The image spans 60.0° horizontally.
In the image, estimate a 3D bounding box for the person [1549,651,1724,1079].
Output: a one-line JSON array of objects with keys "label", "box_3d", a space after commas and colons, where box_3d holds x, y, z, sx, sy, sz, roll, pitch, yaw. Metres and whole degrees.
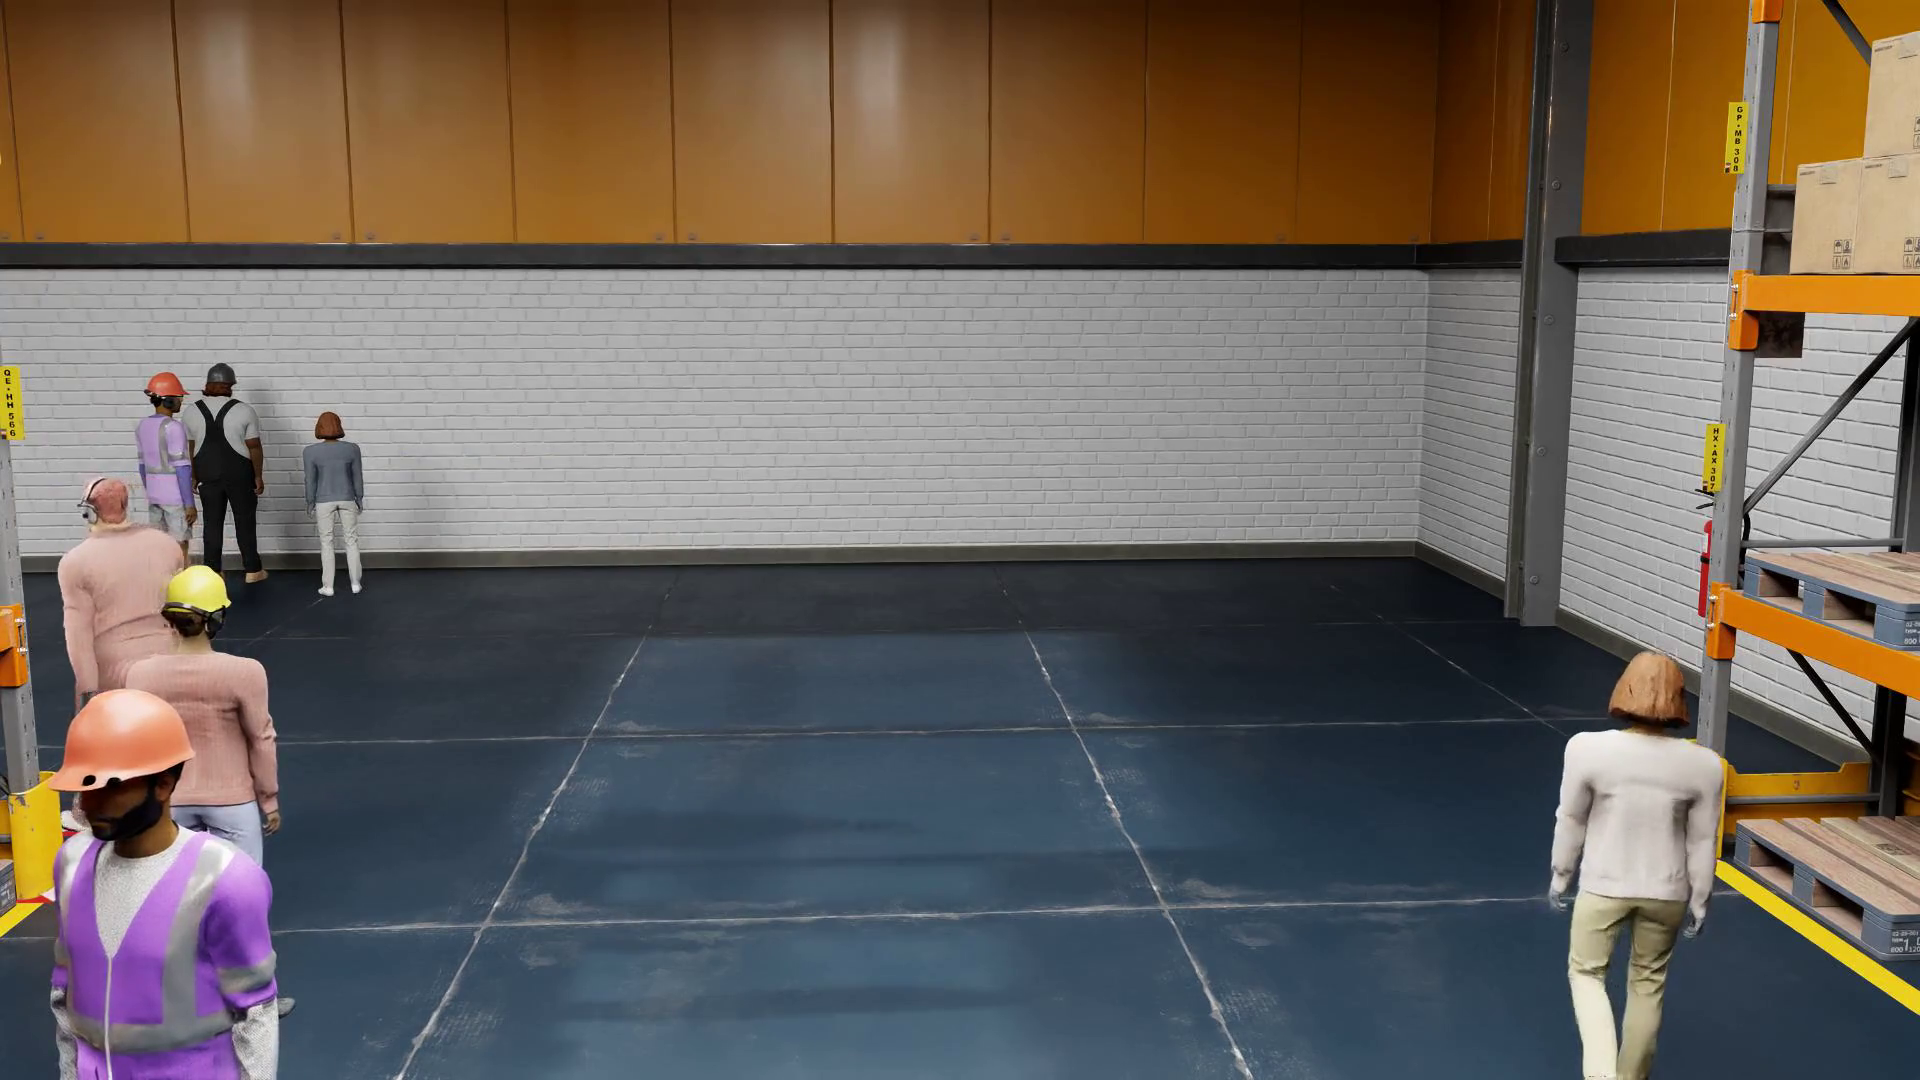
[{"label": "person", "box_3d": [2.207, 1.166, 5.446, 0.510, 1.615, 0.619, 2, 9, 13]}]

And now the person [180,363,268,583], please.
[{"label": "person", "box_3d": [-6.756, -0.620, 15.350, 0.689, 2.000, 0.537, -1, 9, -5]}]

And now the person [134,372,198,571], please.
[{"label": "person", "box_3d": [-6.448, -0.346, 13.620, 0.605, 2.045, 0.379, 6, 11, 34]}]

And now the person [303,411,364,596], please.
[{"label": "person", "box_3d": [-5.546, -0.324, 14.757, 0.500, 1.636, 0.283, -6, 11, -32]}]

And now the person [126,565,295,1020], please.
[{"label": "person", "box_3d": [-2.802, 0.973, 6.209, 0.525, 1.769, 0.327, 0, 9, -1]}]

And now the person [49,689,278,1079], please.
[{"label": "person", "box_3d": [-1.805, 1.278, 3.753, 0.543, 1.939, 0.370, 2, 9, 14]}]

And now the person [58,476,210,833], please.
[{"label": "person", "box_3d": [-4.130, 0.607, 8.257, 1.010, 1.858, 0.643, 7, 11, 36]}]
